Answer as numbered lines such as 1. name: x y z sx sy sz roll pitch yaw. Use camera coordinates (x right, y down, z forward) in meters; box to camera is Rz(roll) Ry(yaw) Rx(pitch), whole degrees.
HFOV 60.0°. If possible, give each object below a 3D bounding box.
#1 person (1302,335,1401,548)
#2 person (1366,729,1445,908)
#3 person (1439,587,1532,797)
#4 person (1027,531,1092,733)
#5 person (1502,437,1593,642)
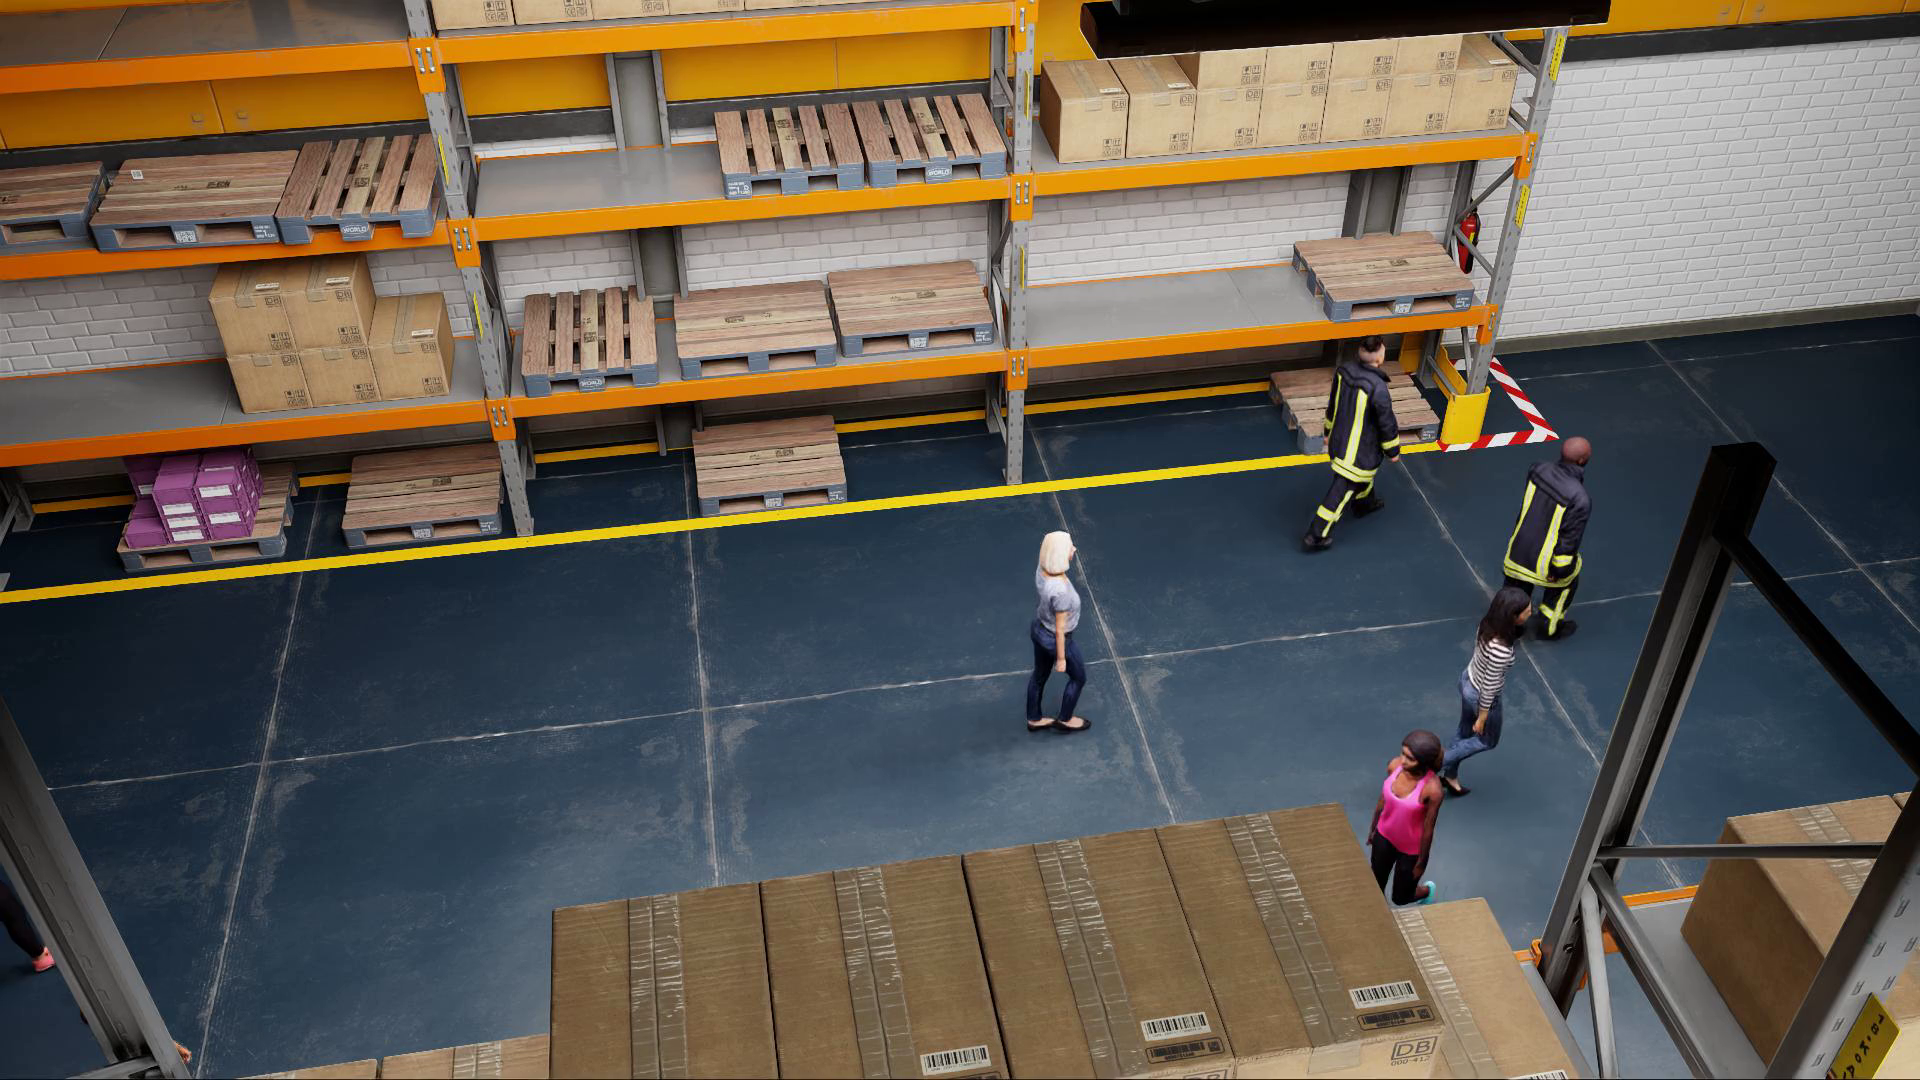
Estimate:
1. person: 2.983 -0.728 12.731 1.215 1.826 0.922 -16 41 -19
2. person: 2.642 1.737 9.732 0.948 1.716 0.788 -24 45 -27
3. person: 3.220 1.008 10.589 0.792 1.785 0.677 0 39 0
4. person: 0.545 0.660 11.084 0.701 1.712 0.653 -12 40 -15
5. person: 4.078 0.051 11.776 1.027 1.800 0.912 -21 43 -24
